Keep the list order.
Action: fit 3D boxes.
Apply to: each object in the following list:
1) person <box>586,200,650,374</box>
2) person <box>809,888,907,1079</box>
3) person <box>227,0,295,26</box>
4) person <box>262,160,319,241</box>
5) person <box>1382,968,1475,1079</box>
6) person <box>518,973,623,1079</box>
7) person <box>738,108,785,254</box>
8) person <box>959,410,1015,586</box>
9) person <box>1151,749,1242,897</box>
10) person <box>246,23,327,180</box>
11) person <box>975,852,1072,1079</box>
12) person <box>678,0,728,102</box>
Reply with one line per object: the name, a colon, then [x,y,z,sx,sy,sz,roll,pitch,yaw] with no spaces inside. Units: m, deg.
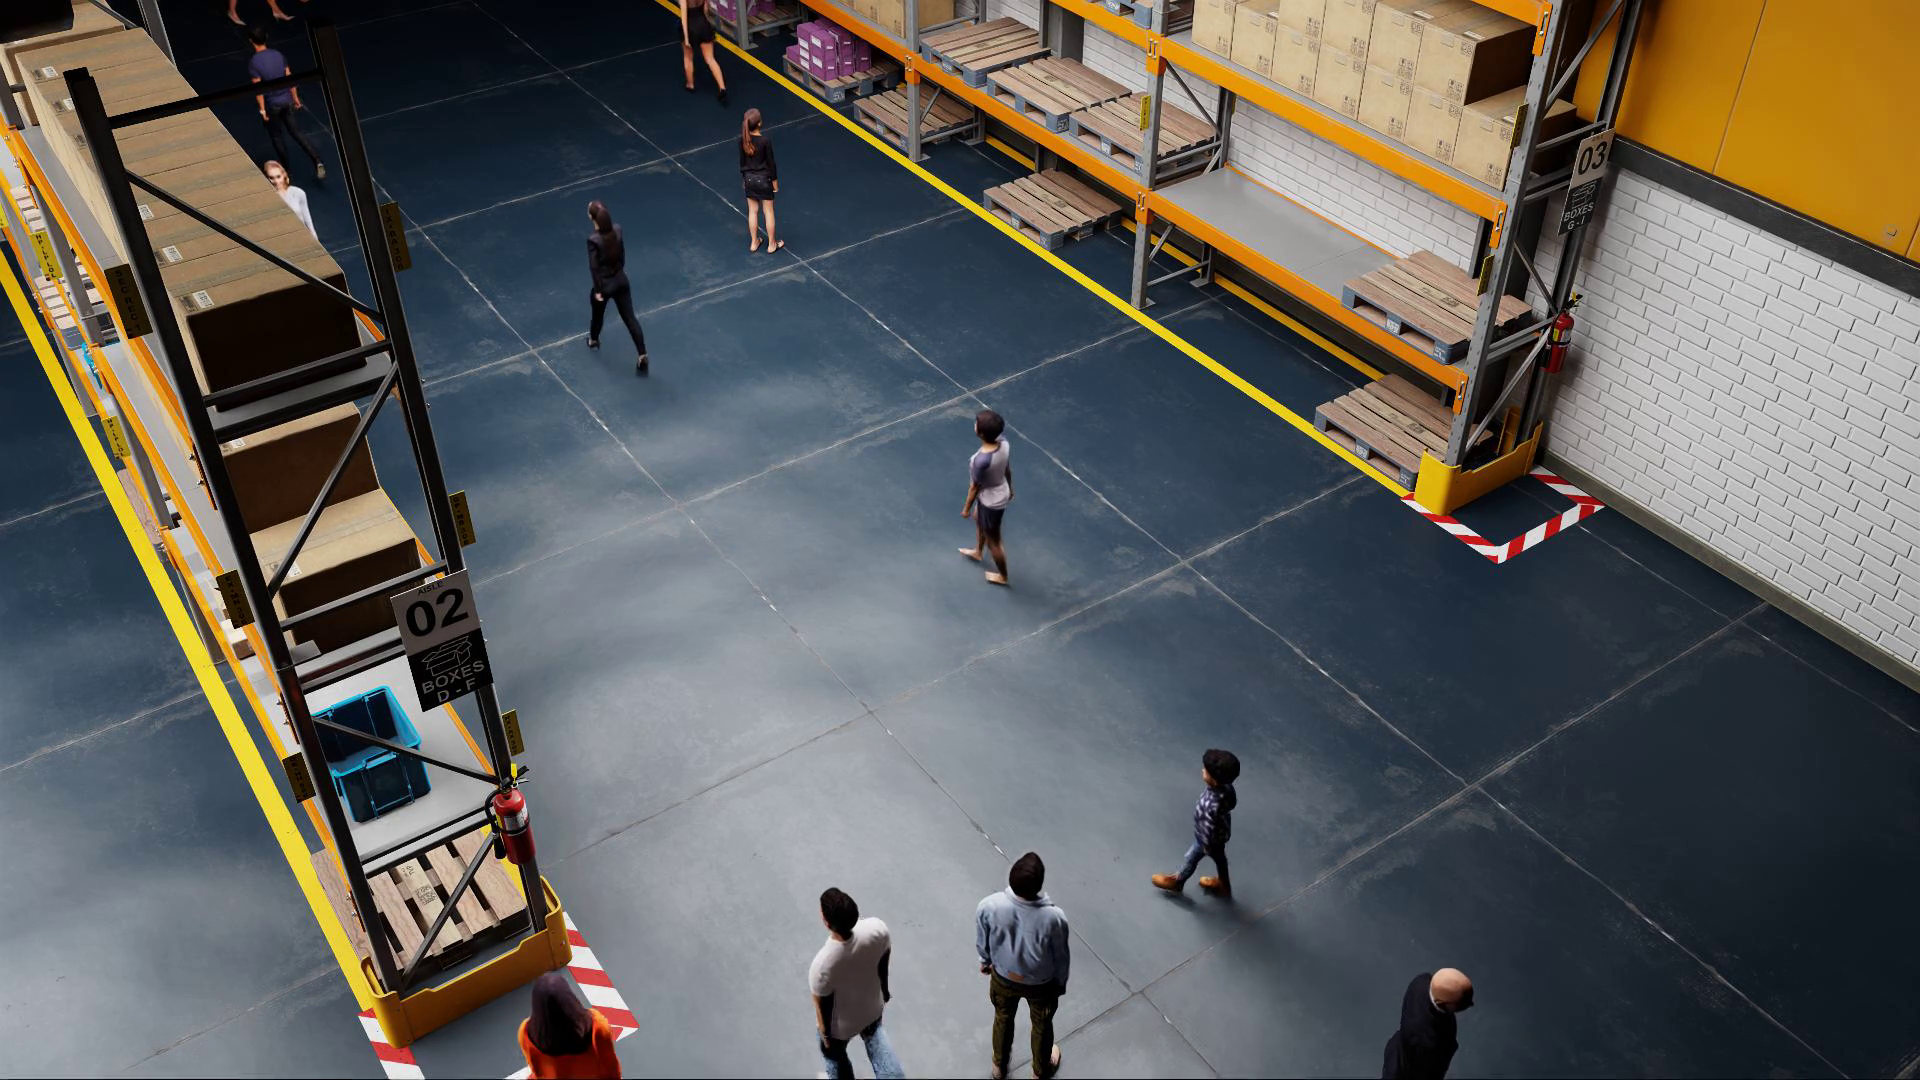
person: [-3.118,-2.270,15.163,1.117,1.661,0.785,29,47,31]
person: [-0.531,2.563,8.964,0.701,1.844,0.906,-27,46,-30]
person: [-9.460,-7.534,21.729,1.084,1.693,1.133,-2,39,-2]
person: [-6.301,-2.777,15.702,0.637,1.781,0.995,-20,43,-23]
person: [2.291,2.804,8.719,1.180,1.775,1.093,7,39,9]
person: [-1.975,2.893,8.643,0.895,1.730,1.014,-2,39,-2]
person: [-2.061,-3.684,17.019,0.641,1.556,0.708,9,40,12]
person: [0.302,-0.306,12.797,0.879,1.545,0.768,19,42,22]
person: [1.632,1.808,10.401,0.825,1.231,0.730,12,40,15]
person: [-7.398,-4.733,18.160,1.139,1.769,0.851,26,46,29]
person: [0.357,2.388,9.211,0.735,1.811,0.822,10,40,12]
person: [-3.102,-6.055,19.917,0.602,1.642,1.093,-26,45,-29]
